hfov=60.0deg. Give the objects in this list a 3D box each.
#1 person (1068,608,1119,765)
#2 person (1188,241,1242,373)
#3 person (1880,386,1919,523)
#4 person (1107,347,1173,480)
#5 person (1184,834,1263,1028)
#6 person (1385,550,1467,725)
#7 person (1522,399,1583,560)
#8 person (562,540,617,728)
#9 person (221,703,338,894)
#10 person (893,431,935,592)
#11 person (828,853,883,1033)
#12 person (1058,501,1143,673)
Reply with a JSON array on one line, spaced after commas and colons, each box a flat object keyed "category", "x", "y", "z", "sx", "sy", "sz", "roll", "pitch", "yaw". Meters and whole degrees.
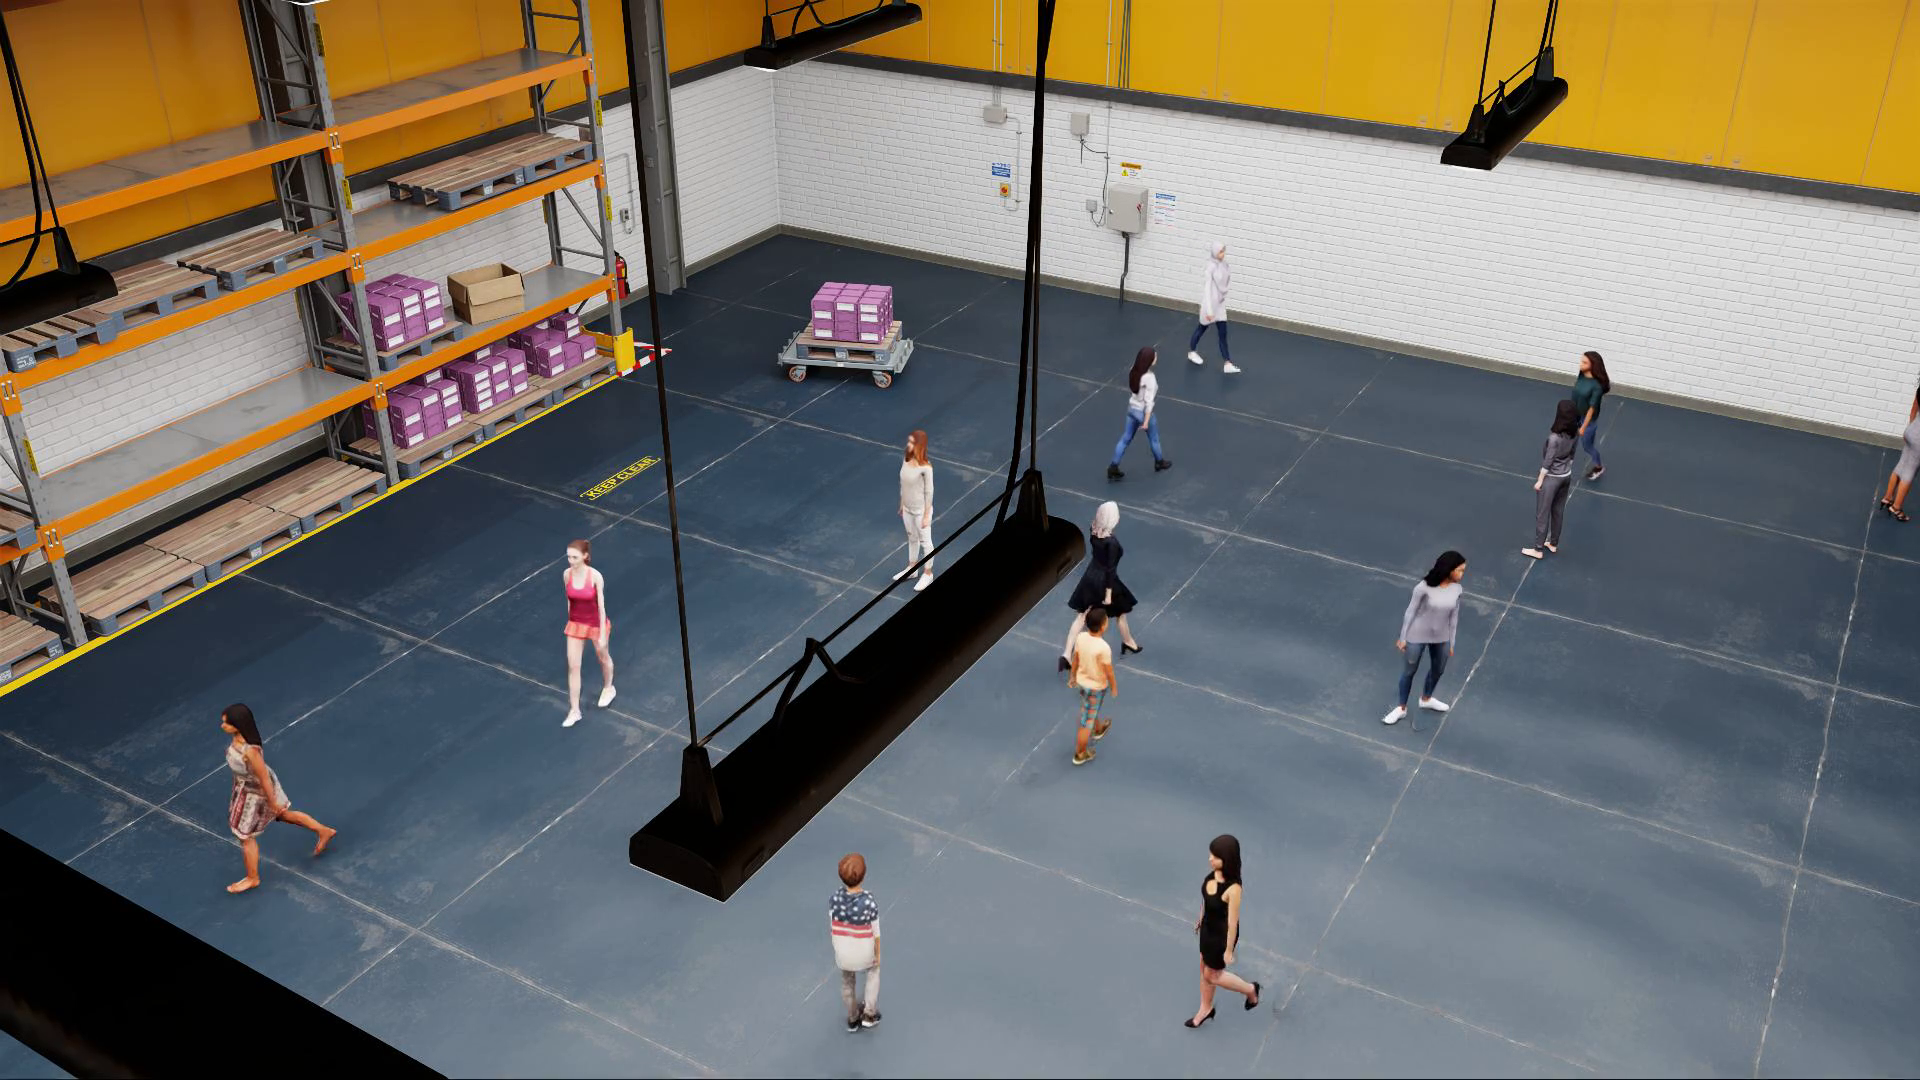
[{"category": "person", "x": 1.069, "y": 1.261, "z": 14.136, "sx": 0.921, "sy": 1.441, "sz": 0.700, "roll": -26, "pitch": 38, "yaw": -38}, {"category": "person", "x": 3.242, "y": -3.053, "z": 21.744, "sx": 1.149, "sy": 1.728, "sz": 0.961, "roll": -22, "pitch": 35, "yaw": -34}, {"category": "person", "x": 10.377, "y": -1.069, "z": 18.052, "sx": 0.726, "sy": 1.781, "sz": 0.600, "roll": 3, "pitch": 29, "yaw": 6}, {"category": "person", "x": 1.972, "y": -1.405, "z": 18.872, "sx": 1.138, "sy": 1.586, "sz": 0.929, "roll": -16, "pitch": 32, "yaw": -26}, {"category": "person", "x": 1.835, "y": 2.675, "z": 11.340, "sx": 0.884, "sy": 1.635, "sz": 0.824, "roll": -7, "pitch": 29, "yaw": -13}, {"category": "person", "x": 4.045, "y": 0.849, "z": 14.599, "sx": 0.873, "sy": 1.721, "sz": 0.883, "roll": 4, "pitch": 29, "yaw": 7}, {"category": "person", "x": 6.186, "y": -0.638, "z": 17.280, "sx": 0.608, "sy": 1.765, "sz": 0.728, "roll": -16, "pitch": 33, "yaw": -27}, {"category": "person", "x": -3.259, "y": 0.735, "z": 14.801, "sx": 0.767, "sy": 1.727, "sz": 1.018, "roll": 5, "pitch": 29, "yaw": 8}, {"category": "person", "x": -5.296, "y": 1.909, "z": 12.771, "sx": 1.193, "sy": 1.611, "sz": 0.955, "roll": -16, "pitch": 33, "yaw": -27}, {"category": "person", "x": -0.425, "y": -0.327, "z": 16.761, "sx": 0.648, "sy": 1.715, "sz": 0.657, "roll": -23, "pitch": 36, "yaw": -36}, {"category": "person", "x": -0.733, "y": 2.795, "z": 11.331, "sx": 0.593, "sy": 1.433, "sz": 0.633, "roll": 6, "pitch": 29, "yaw": 10}, {"category": "person", "x": 1.234, "y": 0.478, "z": 15.315, "sx": 1.234, "sy": 1.686, "sz": 0.977, "roll": -16, "pitch": 33, "yaw": -27}]
